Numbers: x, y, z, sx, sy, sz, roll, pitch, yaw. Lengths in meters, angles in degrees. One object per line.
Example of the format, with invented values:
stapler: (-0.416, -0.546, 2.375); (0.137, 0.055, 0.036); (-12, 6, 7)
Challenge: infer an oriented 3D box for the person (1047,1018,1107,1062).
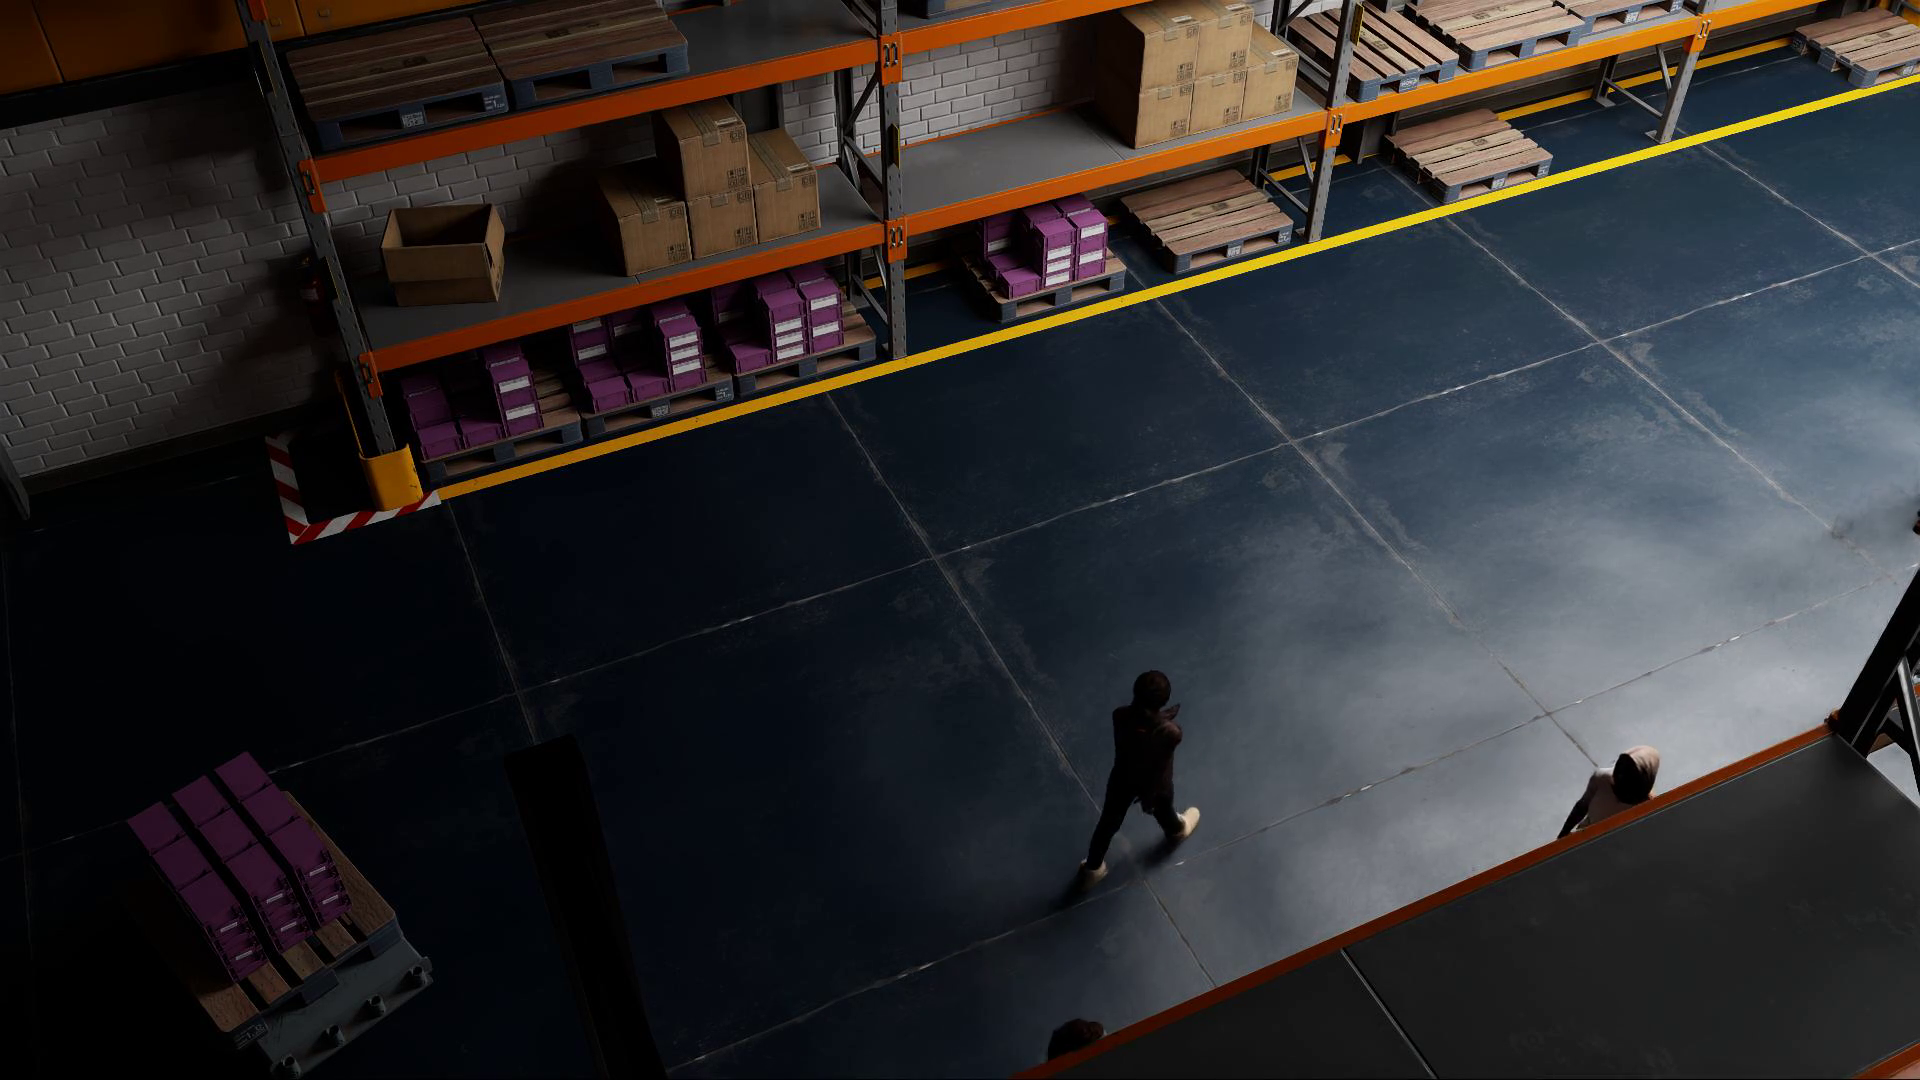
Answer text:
person: (0.426, 2.799, 7.735); (1.098, 1.752, 0.588); (-18, 47, -18)

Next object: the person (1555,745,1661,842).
person: (3.512, 1.643, 8.982); (1.133, 1.706, 0.728); (-26, 49, -25)

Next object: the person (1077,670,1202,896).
person: (1.079, 1.259, 9.427); (1.017, 1.648, 1.194); (-22, 48, -21)
